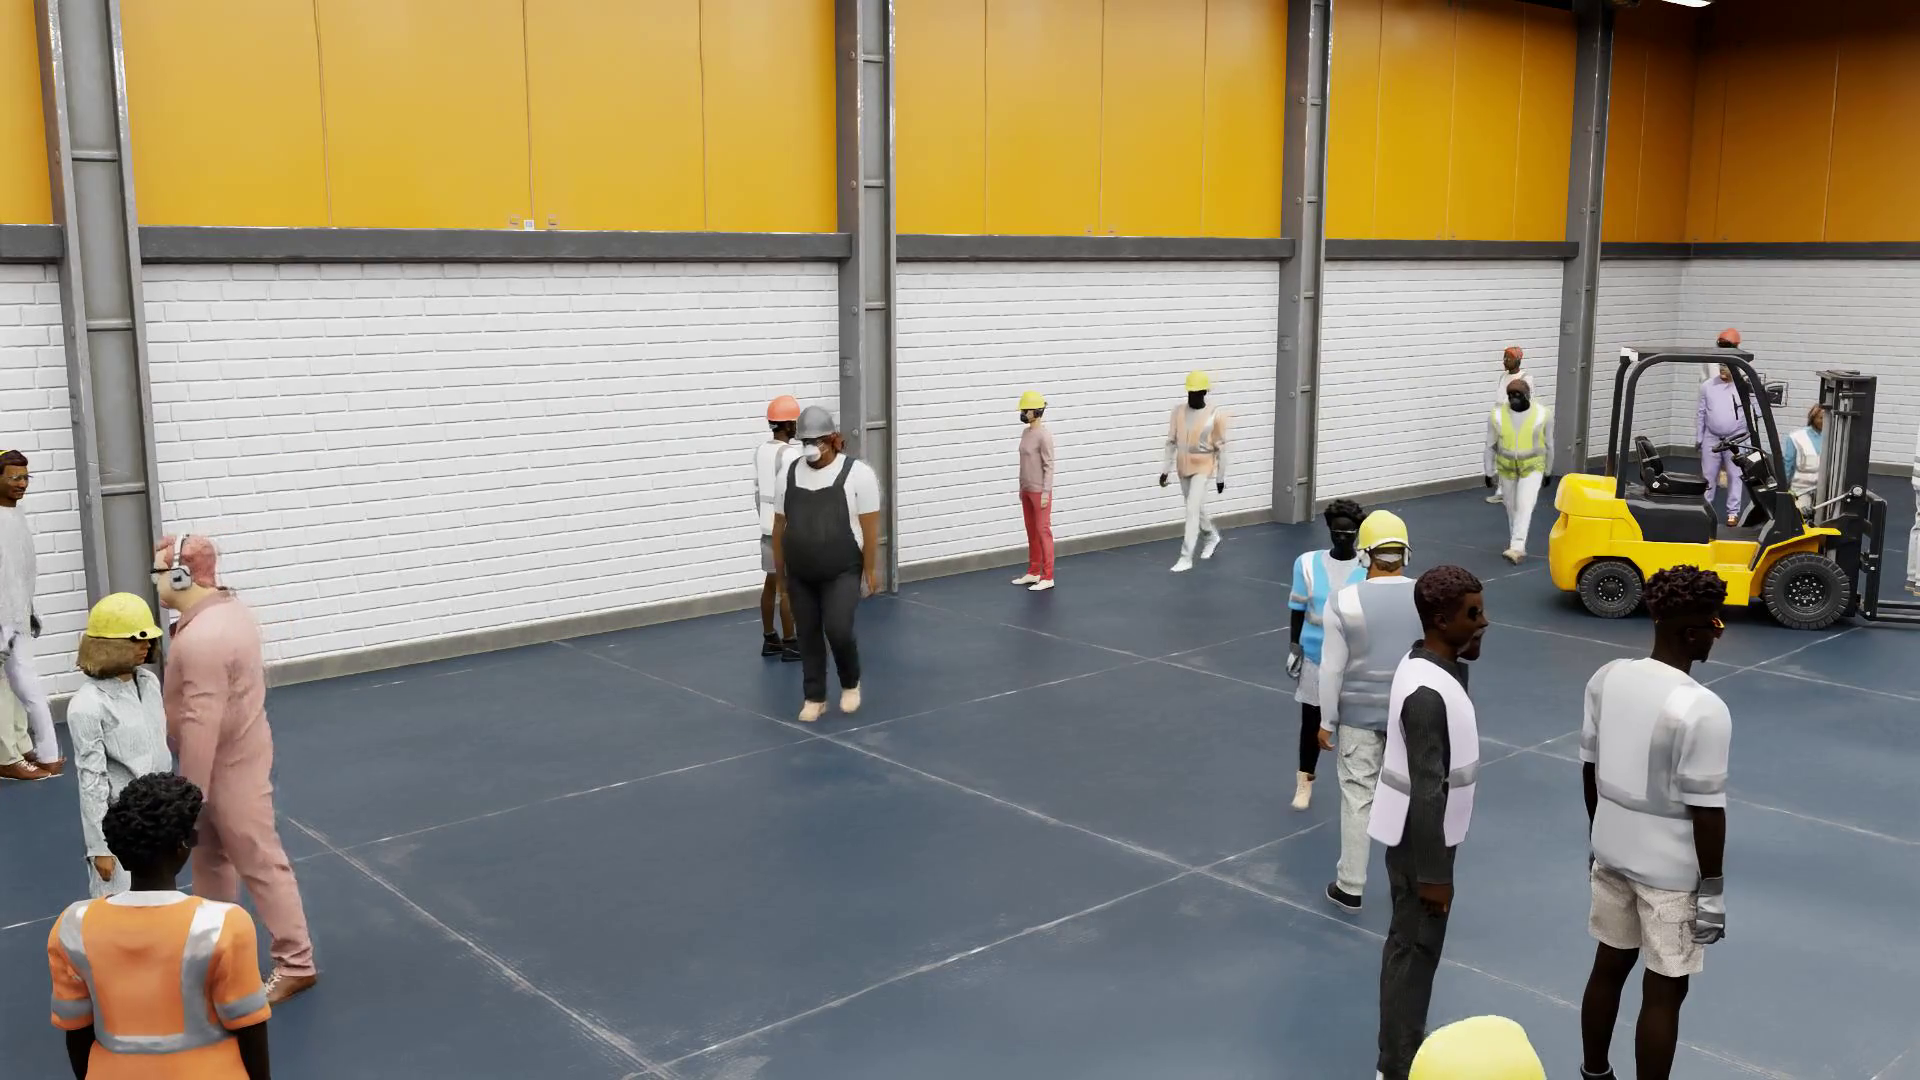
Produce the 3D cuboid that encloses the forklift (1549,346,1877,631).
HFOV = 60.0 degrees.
[{"bbox_3d":[6.109,-0.478,13.691,2.313,2.155,1.214,3,10,16],"label":"forklift"}]

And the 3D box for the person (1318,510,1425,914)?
[{"bbox_3d":[1.881,0.773,7.444,0.586,1.825,0.403,-1,10,-4],"label":"person"}]

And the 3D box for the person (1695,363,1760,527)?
[{"bbox_3d":[8.359,-1.100,18.182,0.643,1.905,0.399,8,13,41],"label":"person"}]

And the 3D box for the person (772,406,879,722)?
[{"bbox_3d":[-0.879,0.147,10.481,0.701,2.000,0.538,3,10,16],"label":"person"}]

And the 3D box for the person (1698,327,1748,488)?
[{"bbox_3d":[9.733,-1.685,21.206,0.391,2.040,0.615,-9,13,-42],"label":"person"}]

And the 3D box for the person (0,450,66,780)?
[{"bbox_3d":[-5.340,0.418,9.417,0.335,1.864,0.521,-2,10,-10],"label":"person"}]

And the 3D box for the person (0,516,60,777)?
[{"bbox_3d":[-5.366,0.481,9.149,0.605,1.836,0.638,-3,10,-17],"label":"person"}]

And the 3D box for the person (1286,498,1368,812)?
[{"bbox_3d":[1.987,0.616,8.757,0.535,1.695,0.318,5,11,25],"label":"person"}]

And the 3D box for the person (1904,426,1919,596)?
[{"bbox_3d":[8.449,-0.442,14.403,0.354,1.879,0.576,3,10,17],"label":"person"}]

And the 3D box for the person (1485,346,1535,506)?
[{"bbox_3d":[6.521,-1.344,19.664,0.337,1.883,0.584,-4,10,-21],"label":"person"}]

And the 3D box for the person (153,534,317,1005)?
[{"bbox_3d":[-2.917,0.908,6.568,0.663,1.874,0.666,-4,10,-20],"label":"person"}]

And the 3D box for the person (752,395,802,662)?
[{"bbox_3d":[-1.275,-0.084,12.128,0.362,1.939,0.542,-8,12,-38],"label":"person"}]

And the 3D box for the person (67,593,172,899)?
[{"bbox_3d":[-3.011,1.047,6.083,0.306,1.741,0.494,0,10,3],"label":"person"}]

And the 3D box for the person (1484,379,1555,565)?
[{"bbox_3d":[5.390,-0.673,16.073,0.631,1.773,1.033,6,11,30],"label":"person"}]

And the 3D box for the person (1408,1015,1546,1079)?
[{"bbox_3d":[0.797,1.618,2.815,0.930,1.710,0.534,-2,10,-14],"label":"person"}]

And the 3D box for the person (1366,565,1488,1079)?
[{"bbox_3d":[1.588,1.028,5.675,0.391,1.920,0.587,3,10,15],"label":"person"}]

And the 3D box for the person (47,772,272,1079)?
[{"bbox_3d":[-1.943,1.406,4.125,0.532,1.693,0.319,0,10,3],"label":"person"}]

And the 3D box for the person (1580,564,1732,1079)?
[{"bbox_3d":[2.286,1.041,5.460,0.362,1.963,0.613,-3,10,-16],"label":"person"}]

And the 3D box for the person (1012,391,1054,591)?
[{"bbox_3d":[0.647,-0.435,14.692,0.328,1.767,0.530,-4,10,-22],"label":"person"}]

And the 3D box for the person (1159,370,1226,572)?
[{"bbox_3d":[2.283,-0.683,15.812,0.586,1.896,0.942,9,13,43],"label":"person"}]

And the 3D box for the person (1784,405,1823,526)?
[{"bbox_3d":[7.718,-0.410,15.002,0.545,1.607,0.749,3,10,15],"label":"person"}]
